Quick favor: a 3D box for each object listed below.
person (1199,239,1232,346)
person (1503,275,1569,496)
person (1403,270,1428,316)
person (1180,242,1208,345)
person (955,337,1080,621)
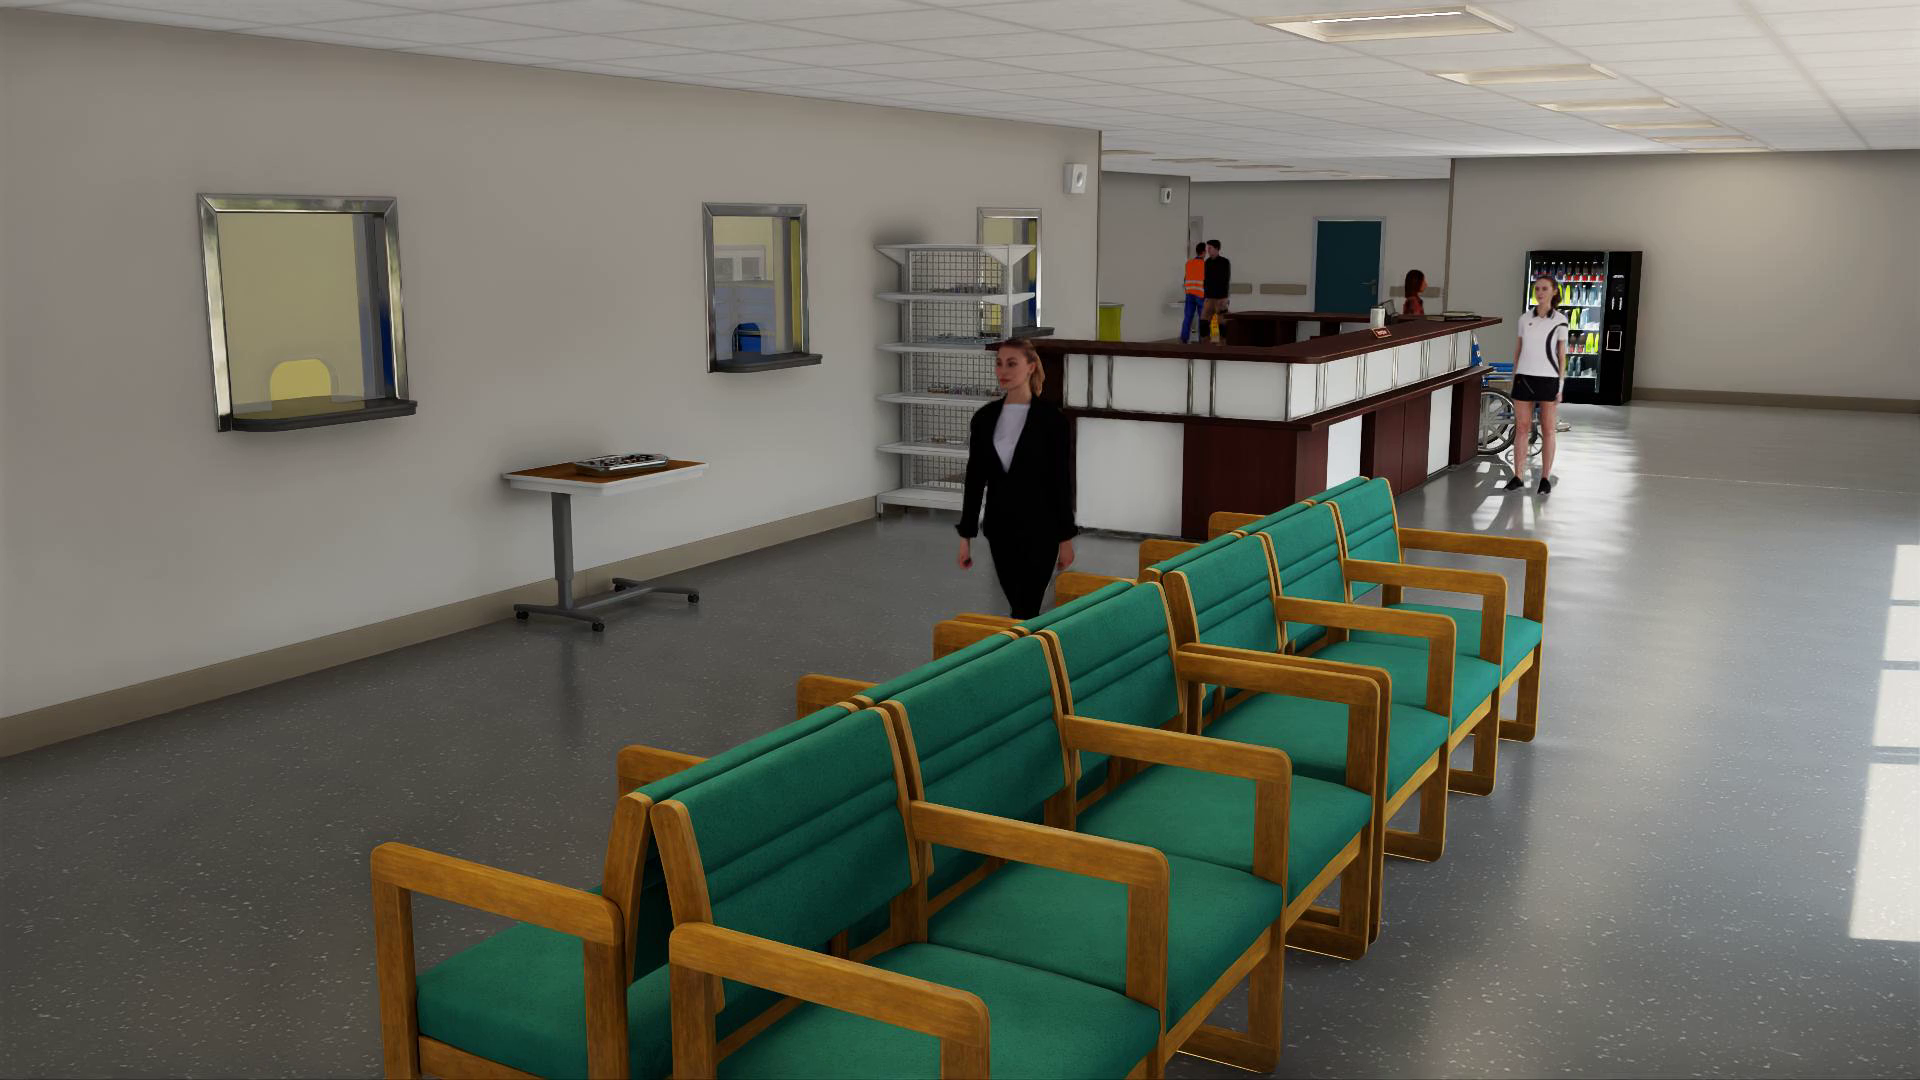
[{"bbox_3d":[4.185,-3.854,26.739,0.932,1.897,0.878,8,14,37],"label":"person"},{"bbox_3d":[4.658,-1.248,13.395,0.506,1.752,0.633,7,13,34],"label":"person"},{"bbox_3d":[4.514,-1.882,16.946,1.118,1.673,0.741,4,11,18],"label":"person"},{"bbox_3d":[3.960,-4.079,28.149,1.178,1.814,0.758,6,12,28],"label":"person"},{"bbox_3d":[0.306,0.011,6.976,0.859,1.672,0.693,6,12,30],"label":"person"}]
